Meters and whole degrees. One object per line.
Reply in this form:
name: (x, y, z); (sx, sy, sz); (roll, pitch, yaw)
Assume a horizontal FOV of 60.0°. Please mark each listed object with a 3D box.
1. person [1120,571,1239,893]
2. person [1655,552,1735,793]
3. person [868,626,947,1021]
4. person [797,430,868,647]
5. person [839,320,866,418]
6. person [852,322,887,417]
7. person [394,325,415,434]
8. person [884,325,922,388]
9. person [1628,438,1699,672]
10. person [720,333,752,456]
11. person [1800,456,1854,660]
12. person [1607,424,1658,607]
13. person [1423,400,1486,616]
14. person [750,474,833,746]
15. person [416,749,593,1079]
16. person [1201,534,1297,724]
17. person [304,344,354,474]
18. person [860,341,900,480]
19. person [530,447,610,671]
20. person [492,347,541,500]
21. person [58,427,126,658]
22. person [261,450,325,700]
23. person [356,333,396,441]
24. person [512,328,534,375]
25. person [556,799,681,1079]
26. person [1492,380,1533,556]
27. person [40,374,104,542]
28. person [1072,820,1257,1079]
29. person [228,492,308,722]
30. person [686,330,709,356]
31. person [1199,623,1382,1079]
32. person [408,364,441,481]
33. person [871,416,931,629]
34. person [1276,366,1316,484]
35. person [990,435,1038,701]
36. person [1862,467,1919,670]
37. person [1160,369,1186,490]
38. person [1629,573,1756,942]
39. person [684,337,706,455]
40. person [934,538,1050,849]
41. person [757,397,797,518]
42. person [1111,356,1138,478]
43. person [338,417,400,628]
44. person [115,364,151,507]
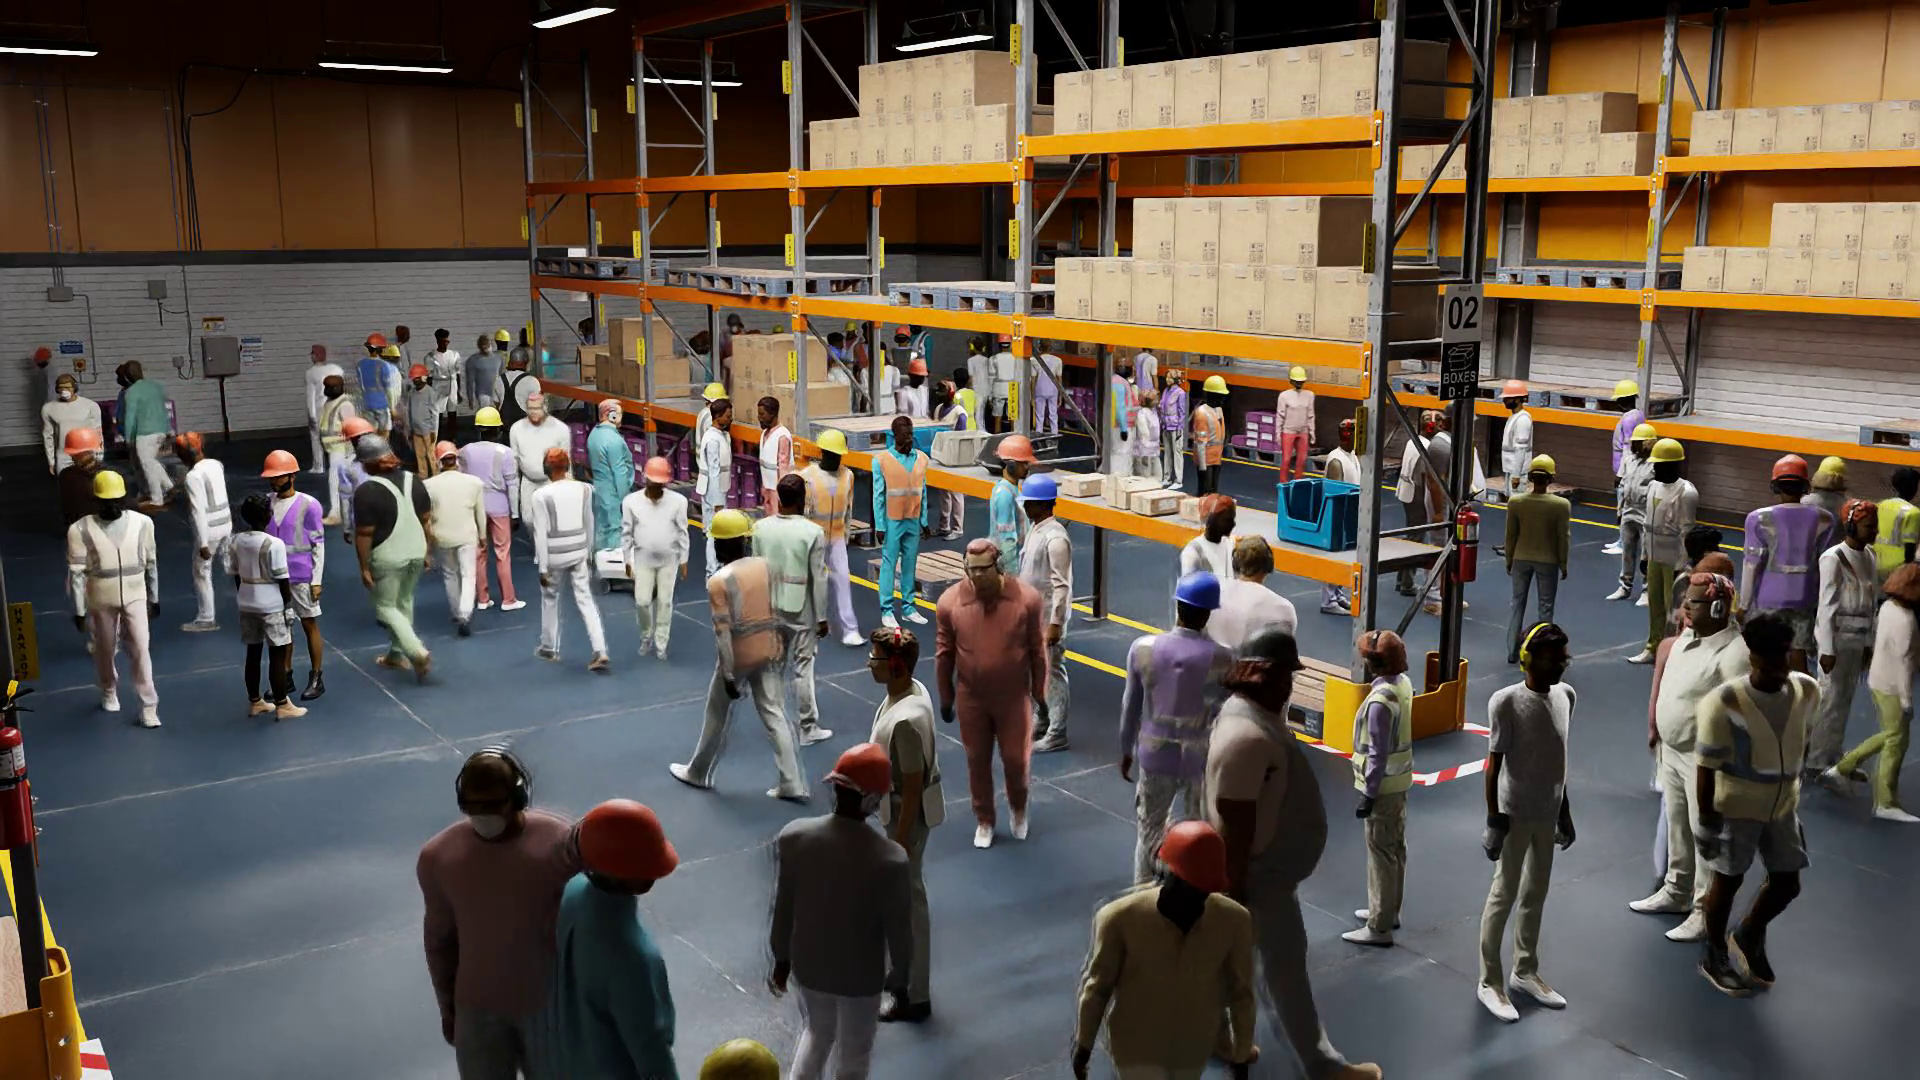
person: (1.135, 1.110, 8.473); (0.637, 1.930, 0.422); (3, 11, 14)
person: (4.709, 0.869, 10.479); (0.529, 1.608, 0.551); (6, 12, 26)
person: (-0.257, 1.299, 7.700); (0.390, 1.847, 0.563); (-1, 11, -4)
person: (-1.107, 0.002, 14.244); (0.600, 1.878, 0.955); (-6, 13, -30)
person: (-1.953, -3.061, 30.091); (0.590, 1.824, 0.403); (6, 12, 27)
person: (-1.492, -2.629, 27.498); (0.613, 1.963, 0.361); (3, 11, 14)
person: (-9.294, -2.666, 27.909); (0.398, 1.872, 0.614); (-6, 12, -27)
person: (-0.872, -2.270, 25.506); (0.603, 2.035, 0.410); (1, 11, 6)
person: (5.725, 0.127, 13.537); (0.403, 1.917, 0.582); (-2, 11, -12)
person: (-3.294, -2.136, 25.031); (0.624, 1.950, 1.018); (-2, 11, -8)
person: (7.173, 0.155, 13.884); (0.493, 1.721, 0.367); (1, 11, 4)
person: (6.470, -0.240, 15.844); (0.306, 1.743, 0.494); (-7, 13, -31)
person: (4.612, -0.318, 15.478); (0.536, 2.000, 0.684); (9, 14, 38)
person: (-1.193, 0.490, 11.658); (0.590, 1.919, 0.394); (5, 12, 25)
person: (-1.564, 1.609, 5.939); (0.639, 1.916, 0.722); (0, 11, -2)
person: (1.619, 0.918, 9.496); (0.639, 1.911, 0.656); (8, 14, 37)
person: (-9.045, -1.854, 23.743); (0.789, 1.885, 0.653); (8, 13, 34)
person: (-1.123, -1.805, 23.280); (0.609, 1.965, 0.368); (-5, 12, -25)
person: (-3.200, 0.153, 13.622); (0.592, 1.850, 0.978); (-10, 15, -41)
person: (-5.655, -1.493, 21.491); (0.683, 2.000, 0.536); (4, 12, 18)
person: (-7.237, 0.021, 13.912); (0.622, 1.973, 0.435); (1, 11, 4)
person: (-5.131, 0.270, 12.733); (0.543, 1.939, 0.355); (2, 11, 9)
person: (-8.245, -1.906, 23.599); (0.611, 2.042, 0.394); (5, 12, 25)
person: (-7.033, -2.509, 27.095); (0.654, 1.887, 0.461); (5, 12, 25)
person: (-1.030, 1.715, 5.321); (0.527, 1.951, 0.674); (-7, 13, -33)
person: (6.034, -0.784, 18.162); (0.387, 1.929, 0.546); (2, 11, 8)
person: (-10.062, -0.930, 18.913); (0.623, 1.932, 0.367); (-4, 12, -17)
person: (0.719, 1.746, 5.831); (0.618, 1.690, 0.897); (-2, 11, -9)
person: (-5.100, 0.491, 12.213); (0.537, 1.700, 0.317); (5, 12, 24)
person: (-4.313, -2.604, 27.753); (0.582, 1.820, 0.695); (-6, 12, -27)
person: (1.417, 1.324, 7.075); (0.853, 2.000, 0.710); (2, 11, 12)
person: (-7.168, -1.481, 22.197); (0.566, 1.741, 0.343); (7, 13, 32)
person: (-0.532, -0.169, 15.026); (0.593, 1.922, 0.391); (-9, 14, -38)
person: (4.389, -1.395, 21.725); (0.544, 1.756, 0.361); (-3, 12, -17)
person: (0.405, 0.209, 12.776); (0.369, 2.045, 0.608); (0, 11, 0)
person: (7.727, 0.233, 13.641); (0.739, 1.649, 0.543); (-1, 11, -6)
person: (2.884, -1.510, 22.598); (0.309, 1.645, 0.515); (-5, 12, -25)
person: (3.776, 1.103, 8.550); (0.408, 1.909, 0.638); (-1, 11, -4)
person: (-4.105, -2.234, 25.808); (0.343, 1.839, 0.502); (6, 13, 29)
person: (0.180, 0.896, 9.691); (0.669, 1.878, 0.434); (1, 11, 7)
person: (-1.842, -0.493, 16.730); (0.403, 1.908, 0.598); (-5, 12, -25)
person: (2.167, -1.538, 22.264); (0.429, 1.842, 0.649); (1, 11, 7)
person: (-5.362, -0.177, 15.140); (0.580, 1.895, 0.858); (-7, 13, -33)
person: (-10.534, -1.336, 21.255); (0.642, 1.831, 0.431); (11, 15, 44)
